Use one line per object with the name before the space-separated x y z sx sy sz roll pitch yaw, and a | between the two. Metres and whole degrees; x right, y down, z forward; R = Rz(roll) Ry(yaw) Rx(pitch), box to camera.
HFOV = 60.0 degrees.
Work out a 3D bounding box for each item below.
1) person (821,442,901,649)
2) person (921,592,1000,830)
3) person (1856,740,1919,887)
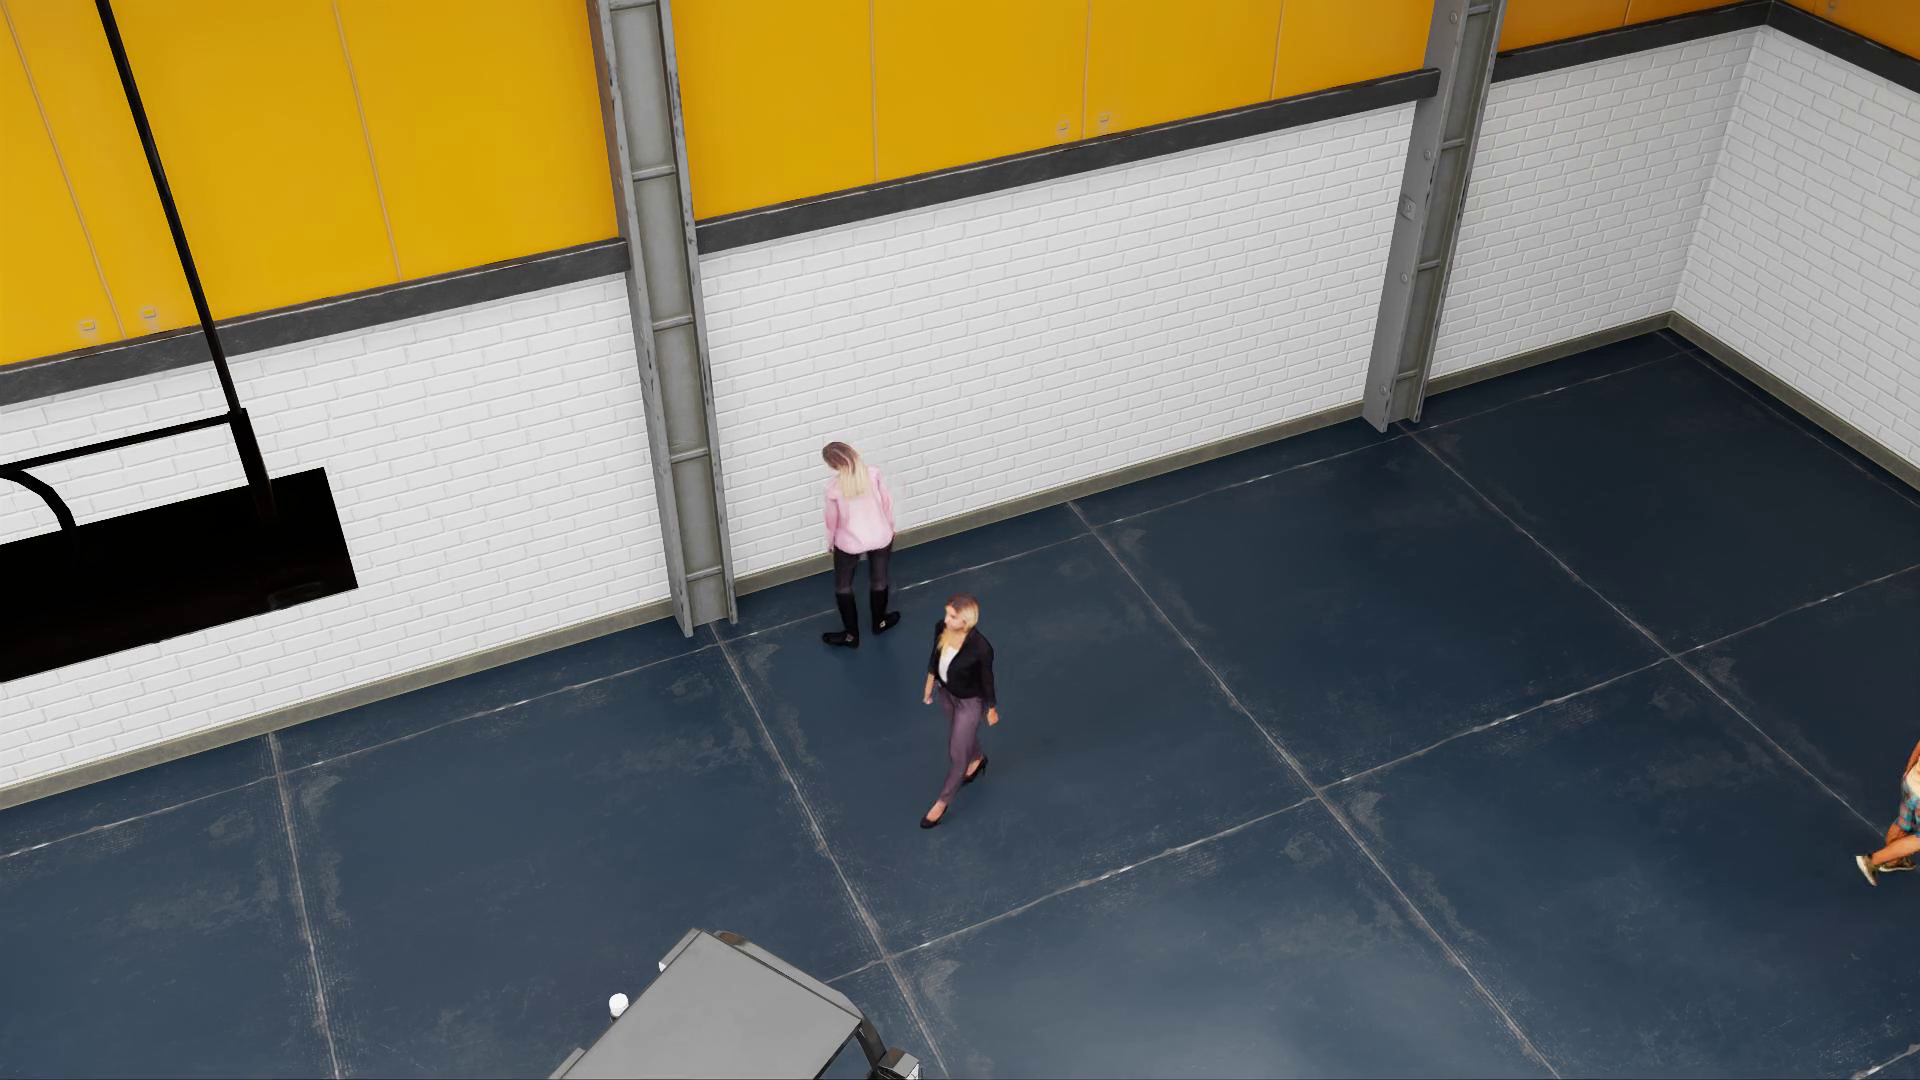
person | -0.622 0.005 11.328 0.588 1.658 0.850 -1 39 -1
person | 0.068 0.944 10.159 1.006 1.648 0.809 -32 48 -33
person | 5.564 1.472 9.655 0.796 1.453 0.660 -4 39 -5
